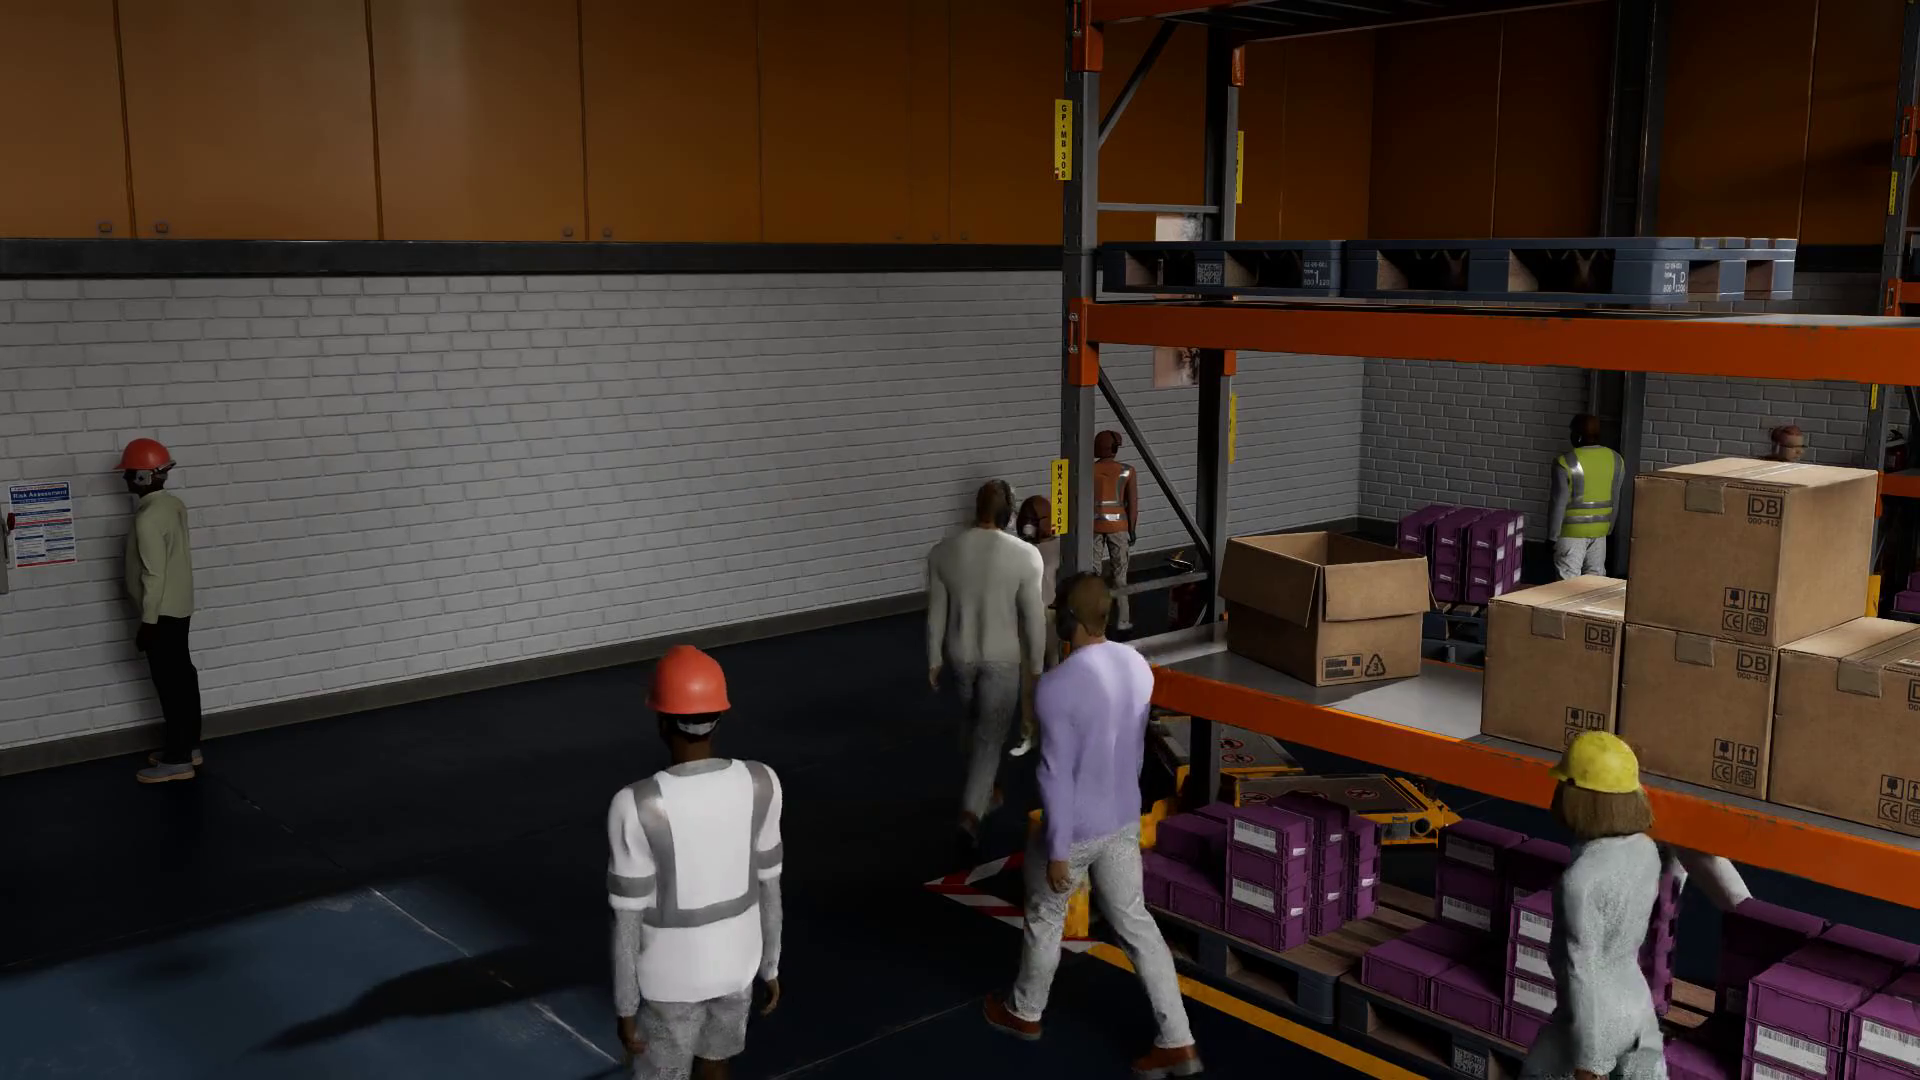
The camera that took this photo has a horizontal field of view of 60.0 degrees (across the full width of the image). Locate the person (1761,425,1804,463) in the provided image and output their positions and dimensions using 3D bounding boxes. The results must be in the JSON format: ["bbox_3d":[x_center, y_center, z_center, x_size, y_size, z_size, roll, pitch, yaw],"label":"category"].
[{"bbox_3d":[5.804,0.113,11.771,0.670,1.851,1.016,-2,10,-12],"label":"person"}]

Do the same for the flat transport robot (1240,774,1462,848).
[{"bbox_3d":[1.891,1.425,8.709,1.431,0.197,0.652,-1,10,-6],"label":"flat transport robot"}]

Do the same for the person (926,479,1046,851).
[{"bbox_3d":[0.118,0.632,8.648,0.645,1.899,0.948,3,10,19],"label":"person"}]

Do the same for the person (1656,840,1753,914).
[{"bbox_3d":[3.191,0.952,7.028,0.668,1.810,0.891,-6,12,-33],"label":"person"}]

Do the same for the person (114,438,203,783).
[{"bbox_3d":[-4.642,0.402,9.660,0.377,1.995,0.608,-2,10,-11],"label":"person"}]

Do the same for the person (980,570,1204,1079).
[{"bbox_3d":[0.514,1.050,6.182,0.648,1.896,1.004,-9,13,-43],"label":"person"}]

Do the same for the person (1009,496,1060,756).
[{"bbox_3d":[0.481,0.534,9.991,0.501,1.621,0.323,6,11,31],"label":"person"}]

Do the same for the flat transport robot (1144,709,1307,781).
[{"bbox_3d":[1.510,1.257,9.694,0.652,0.197,1.431,-1,10,-6],"label":"flat transport robot"}]

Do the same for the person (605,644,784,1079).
[{"bbox_3d":[-0.739,1.265,4.851,0.549,1.918,0.757,-6,12,-32],"label":"person"}]

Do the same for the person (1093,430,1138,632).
[{"bbox_3d":[1.181,-0.067,13.458,0.515,1.636,0.314,3,10,16],"label":"person"}]

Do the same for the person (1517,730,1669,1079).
[{"bbox_3d":[1.868,1.381,4.806,0.490,1.697,0.911,-8,13,-39],"label":"person"}]

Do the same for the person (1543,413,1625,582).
[{"bbox_3d":[4.757,-0.057,12.788,0.627,1.847,0.429,-3,10,-19],"label":"person"}]
